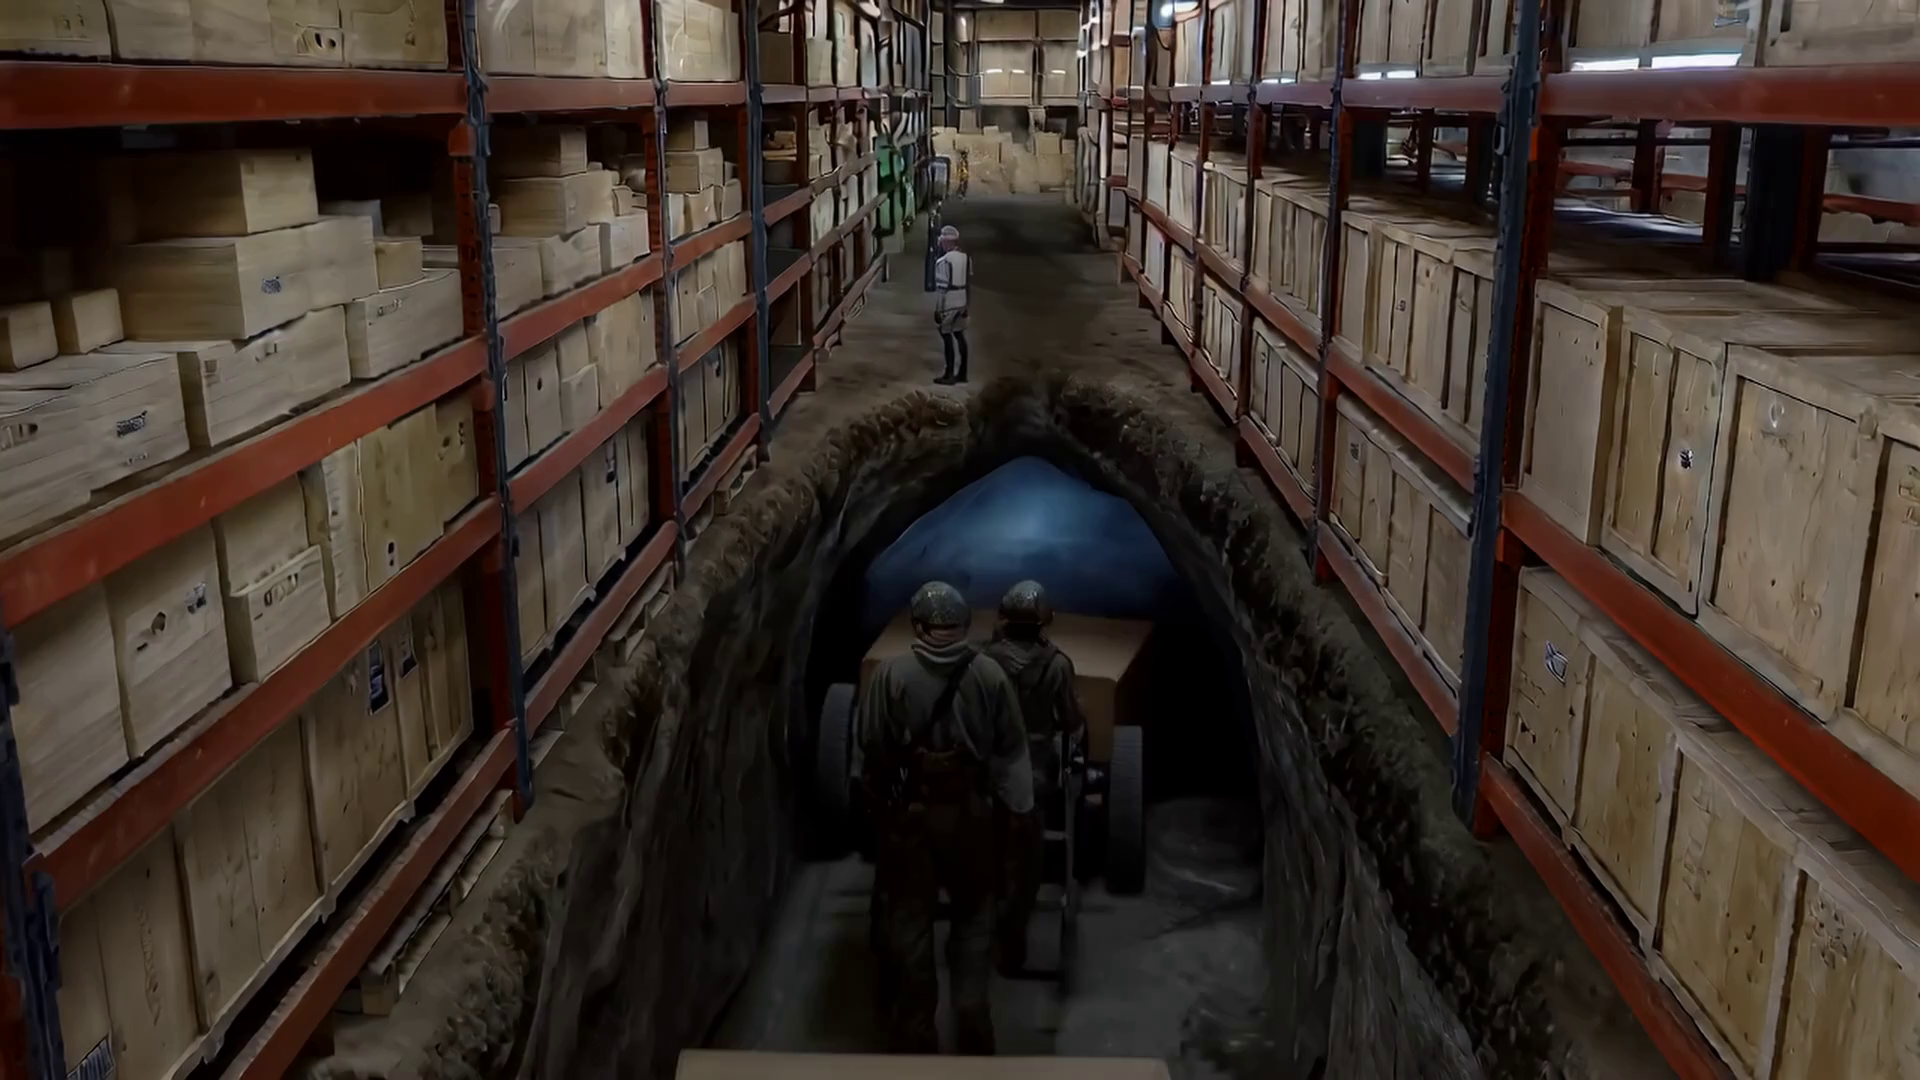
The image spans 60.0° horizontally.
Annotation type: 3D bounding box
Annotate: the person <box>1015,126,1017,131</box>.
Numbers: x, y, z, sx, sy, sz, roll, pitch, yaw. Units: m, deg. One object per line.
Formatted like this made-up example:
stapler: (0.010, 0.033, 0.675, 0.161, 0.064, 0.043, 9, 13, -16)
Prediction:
person: (3.011, -19.763, 83.272, 1.010, 1.860, 0.707, -13, 20, -40)

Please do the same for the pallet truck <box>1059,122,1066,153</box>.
pallet truck: (5.788, -21.111, 88.014, 1.885, 1.965, 0.823, 5, 16, 18)

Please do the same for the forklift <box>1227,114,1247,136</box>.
forklift: (9.478, -13.279, 57.199, 1.873, 2.768, 1.129, -4, 15, -13)

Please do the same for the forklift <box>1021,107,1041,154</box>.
forklift: (3.447, -19.670, 80.976, 1.129, 2.768, 1.873, -10, 18, -32)

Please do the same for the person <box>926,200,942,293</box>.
person: (-0.454, -5.223, 29.611, 0.280, 1.625, 0.493, 6, 16, 20)

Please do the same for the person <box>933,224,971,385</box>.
person: (-0.118, -2.855, 20.210, 0.376, 1.934, 0.548, 15, 21, 43)

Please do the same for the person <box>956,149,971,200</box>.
person: (0.140, -12.121, 55.140, 0.557, 1.682, 0.374, -11, 18, -35)

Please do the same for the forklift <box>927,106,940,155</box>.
forklift: (-1.386, -20.270, 83.211, 1.873, 2.768, 1.129, 9, 18, 31)
